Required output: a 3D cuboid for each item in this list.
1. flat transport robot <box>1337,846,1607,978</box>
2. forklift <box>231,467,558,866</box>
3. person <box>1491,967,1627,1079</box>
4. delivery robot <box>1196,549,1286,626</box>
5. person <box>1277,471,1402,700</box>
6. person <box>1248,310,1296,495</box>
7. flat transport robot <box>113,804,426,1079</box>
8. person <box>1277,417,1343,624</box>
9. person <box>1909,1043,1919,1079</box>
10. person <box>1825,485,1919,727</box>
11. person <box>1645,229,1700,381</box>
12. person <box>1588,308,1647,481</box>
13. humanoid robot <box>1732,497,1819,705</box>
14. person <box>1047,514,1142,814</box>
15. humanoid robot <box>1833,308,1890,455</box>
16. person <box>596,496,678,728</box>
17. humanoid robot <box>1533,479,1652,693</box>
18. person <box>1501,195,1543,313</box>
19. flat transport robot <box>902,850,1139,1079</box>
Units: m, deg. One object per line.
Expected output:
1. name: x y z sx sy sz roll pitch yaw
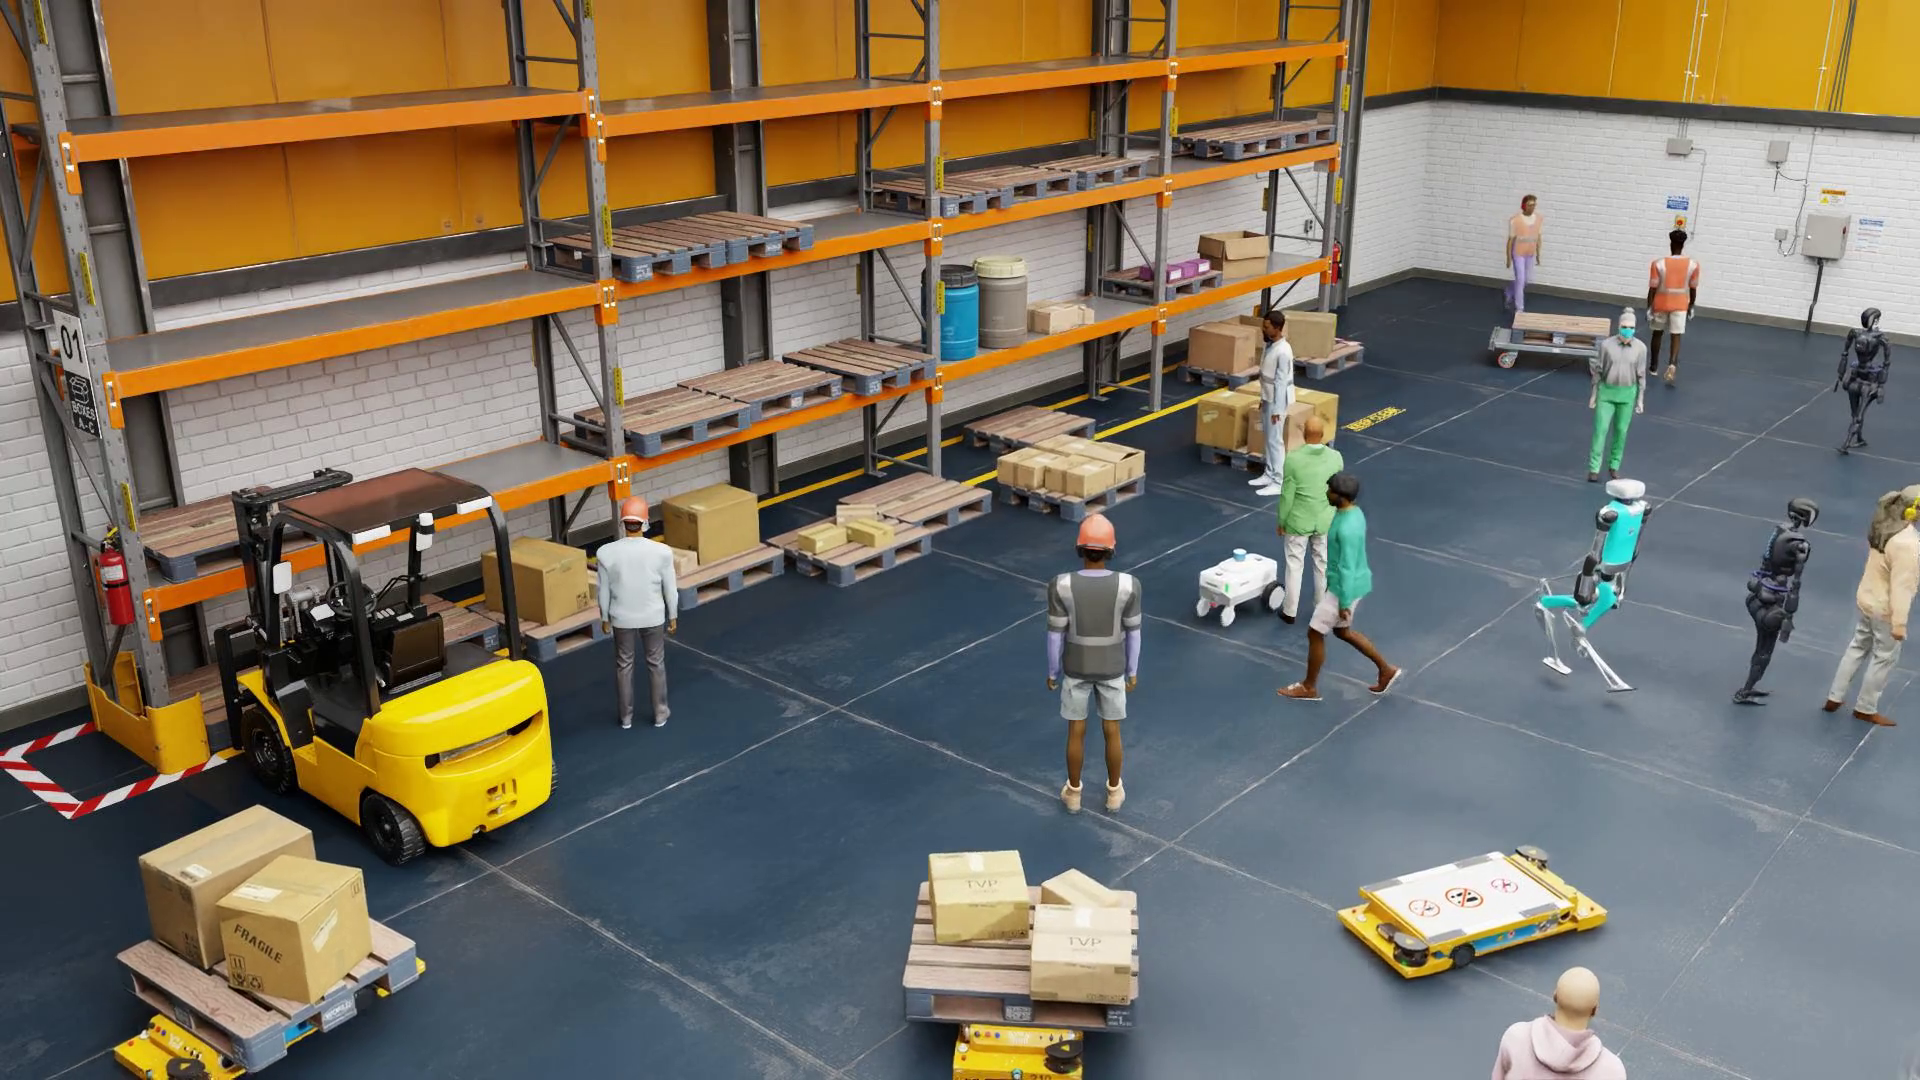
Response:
1. flat transport robot: 2.991 2.158 9.703 1.431 0.231 0.659 -9 22 -22
2. forklift: -3.730 0.710 10.856 2.313 2.155 1.214 17 26 38
3. person: 2.334 2.496 6.620 0.536 1.774 0.417 12 24 30
4. delivery robot: 2.378 0.367 14.139 0.768 0.591 0.499 -17 26 -39
5. person: 2.876 0.355 12.343 0.851 1.811 0.500 5 21 13
6. person: 3.222 -1.410 17.013 0.384 1.910 0.585 -1 20 -3
7. flat transport robot: -3.660 2.463 8.876 0.659 0.231 1.431 14 24 33
8. person: 2.892 -0.155 13.789 0.536 1.782 0.384 -2 20 -5
9. person: 4.304 2.301 6.963 0.922 1.888 0.660 -1 20 -3
10. person: 6.672 0.458 12.043 0.430 1.858 0.645 4 21 10
11. person: 9.093 -3.001 21.273 0.608 1.939 0.869 6 21 16
12. person: 6.876 -1.507 17.391 0.534 1.844 0.454 5 21 13
13. humanoid robot: 6.032 0.447 12.322 0.338 1.639 0.608 1 20 3
14. person: 0.861 0.813 10.789 0.605 2.045 0.385 1 20 3
15. humanoid robot: 9.932 -1.760 18.335 0.759 1.620 0.604 -10 22 -25
16. person: -2.317 0.524 12.007 0.571 1.739 0.347 -4 21 -9
17. humanoid robot: 4.743 0.328 12.553 0.560 1.729 1.025 -12 24 -30
18. person: 8.377 -4.261 24.855 0.570 1.827 0.724 -8 22 -21
19. flat transport robot: 0.344 2.417 9.002 0.659 0.231 1.431 2 20 5
